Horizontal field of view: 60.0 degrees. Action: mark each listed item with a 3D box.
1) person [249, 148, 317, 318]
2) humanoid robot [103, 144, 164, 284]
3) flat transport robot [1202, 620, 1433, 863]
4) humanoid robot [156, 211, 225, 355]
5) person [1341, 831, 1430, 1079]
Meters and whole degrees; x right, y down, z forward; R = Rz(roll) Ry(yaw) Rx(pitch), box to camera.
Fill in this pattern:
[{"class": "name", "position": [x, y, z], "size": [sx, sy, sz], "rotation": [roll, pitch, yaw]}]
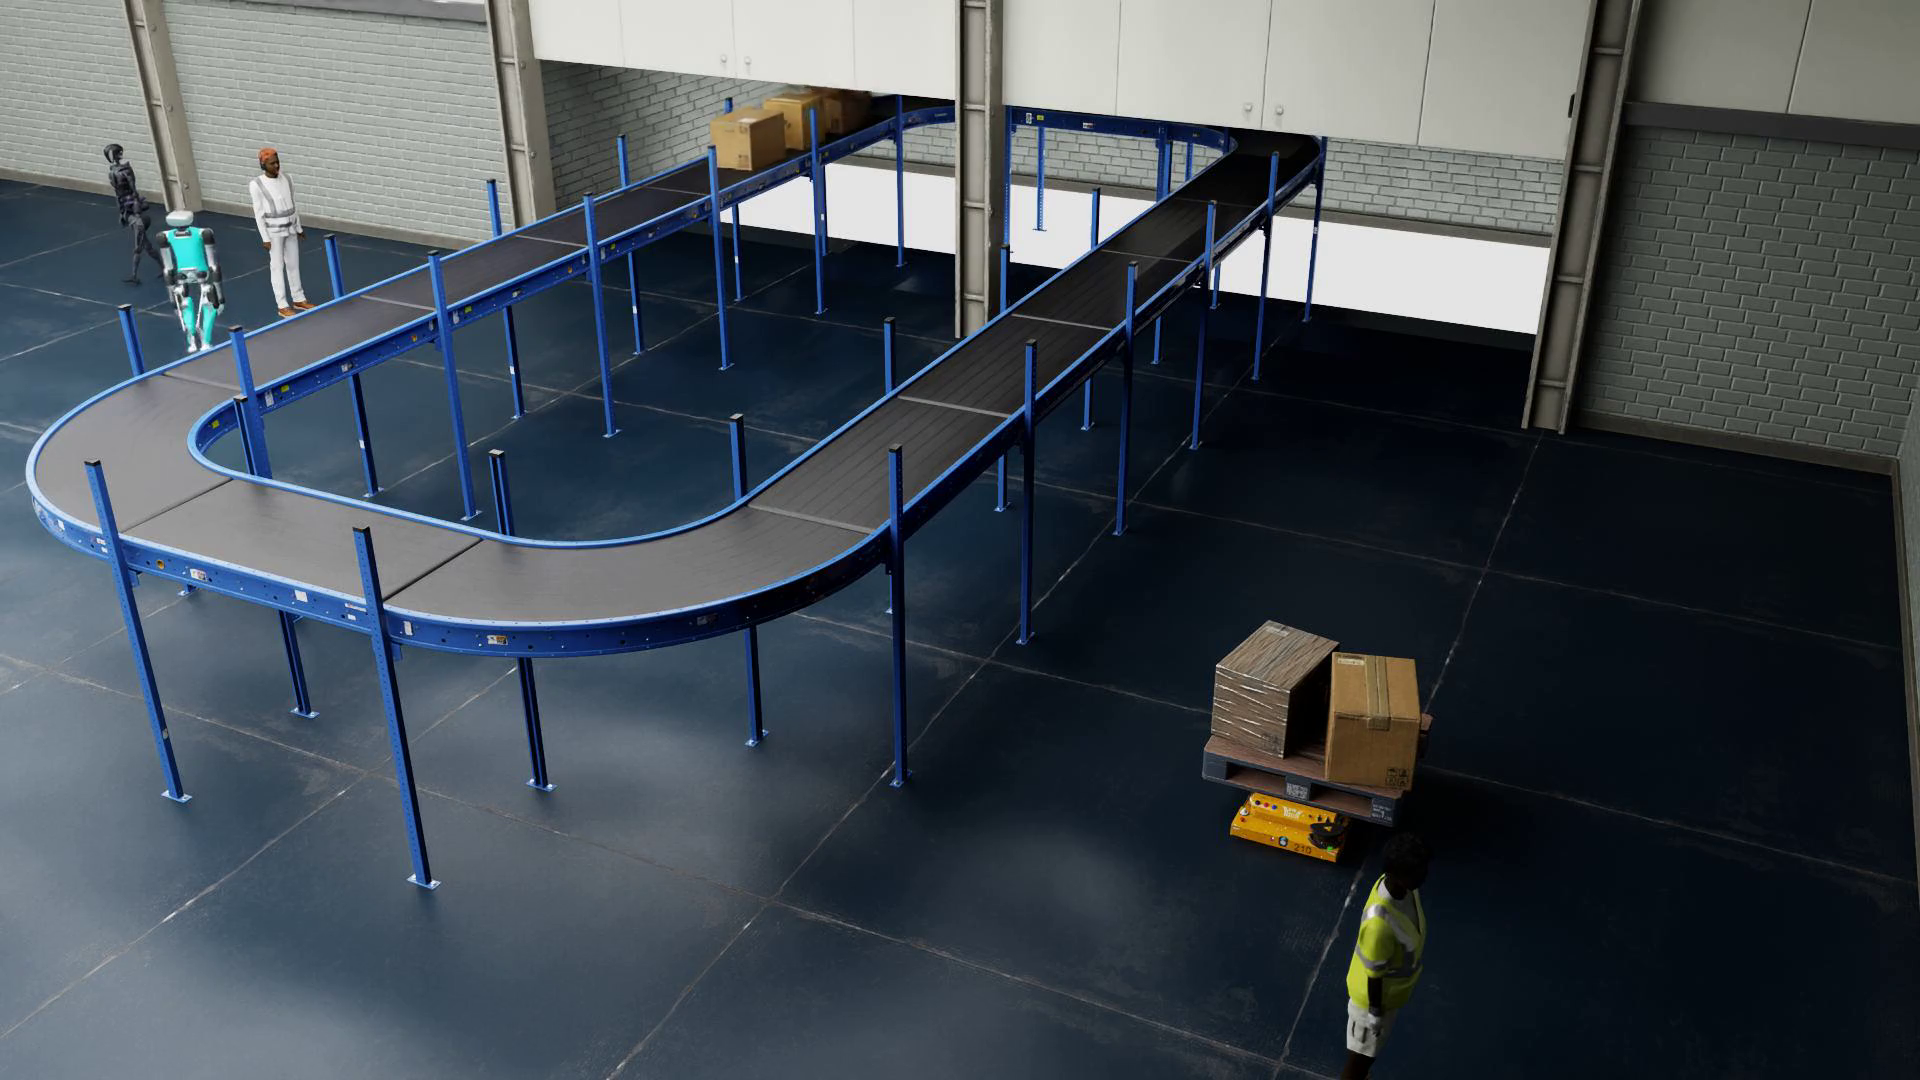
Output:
[{"class": "person", "position": [-7.575, -3.433, 18.581], "size": [0.356, 1.882, 0.574], "rotation": [12, 29, 22]}, {"class": "humanoid robot", "position": [-9.847, -3.885, 19.752], "size": [0.590, 1.624, 0.688], "rotation": [21, 33, 36]}, {"class": "flat transport robot", "position": [2.245, 1.493, 10.468], "size": [0.659, 0.231, 1.431], "rotation": [12, 29, 23]}, {"class": "humanoid robot", "position": [-7.567, -2.339, 16.517], "size": [0.620, 1.741, 0.781], "rotation": [-6, 27, -12]}, {"class": "person", "position": [1.960, 2.067, 7.703], "size": [0.318, 1.697, 0.533], "rotation": [12, 29, 22]}]
